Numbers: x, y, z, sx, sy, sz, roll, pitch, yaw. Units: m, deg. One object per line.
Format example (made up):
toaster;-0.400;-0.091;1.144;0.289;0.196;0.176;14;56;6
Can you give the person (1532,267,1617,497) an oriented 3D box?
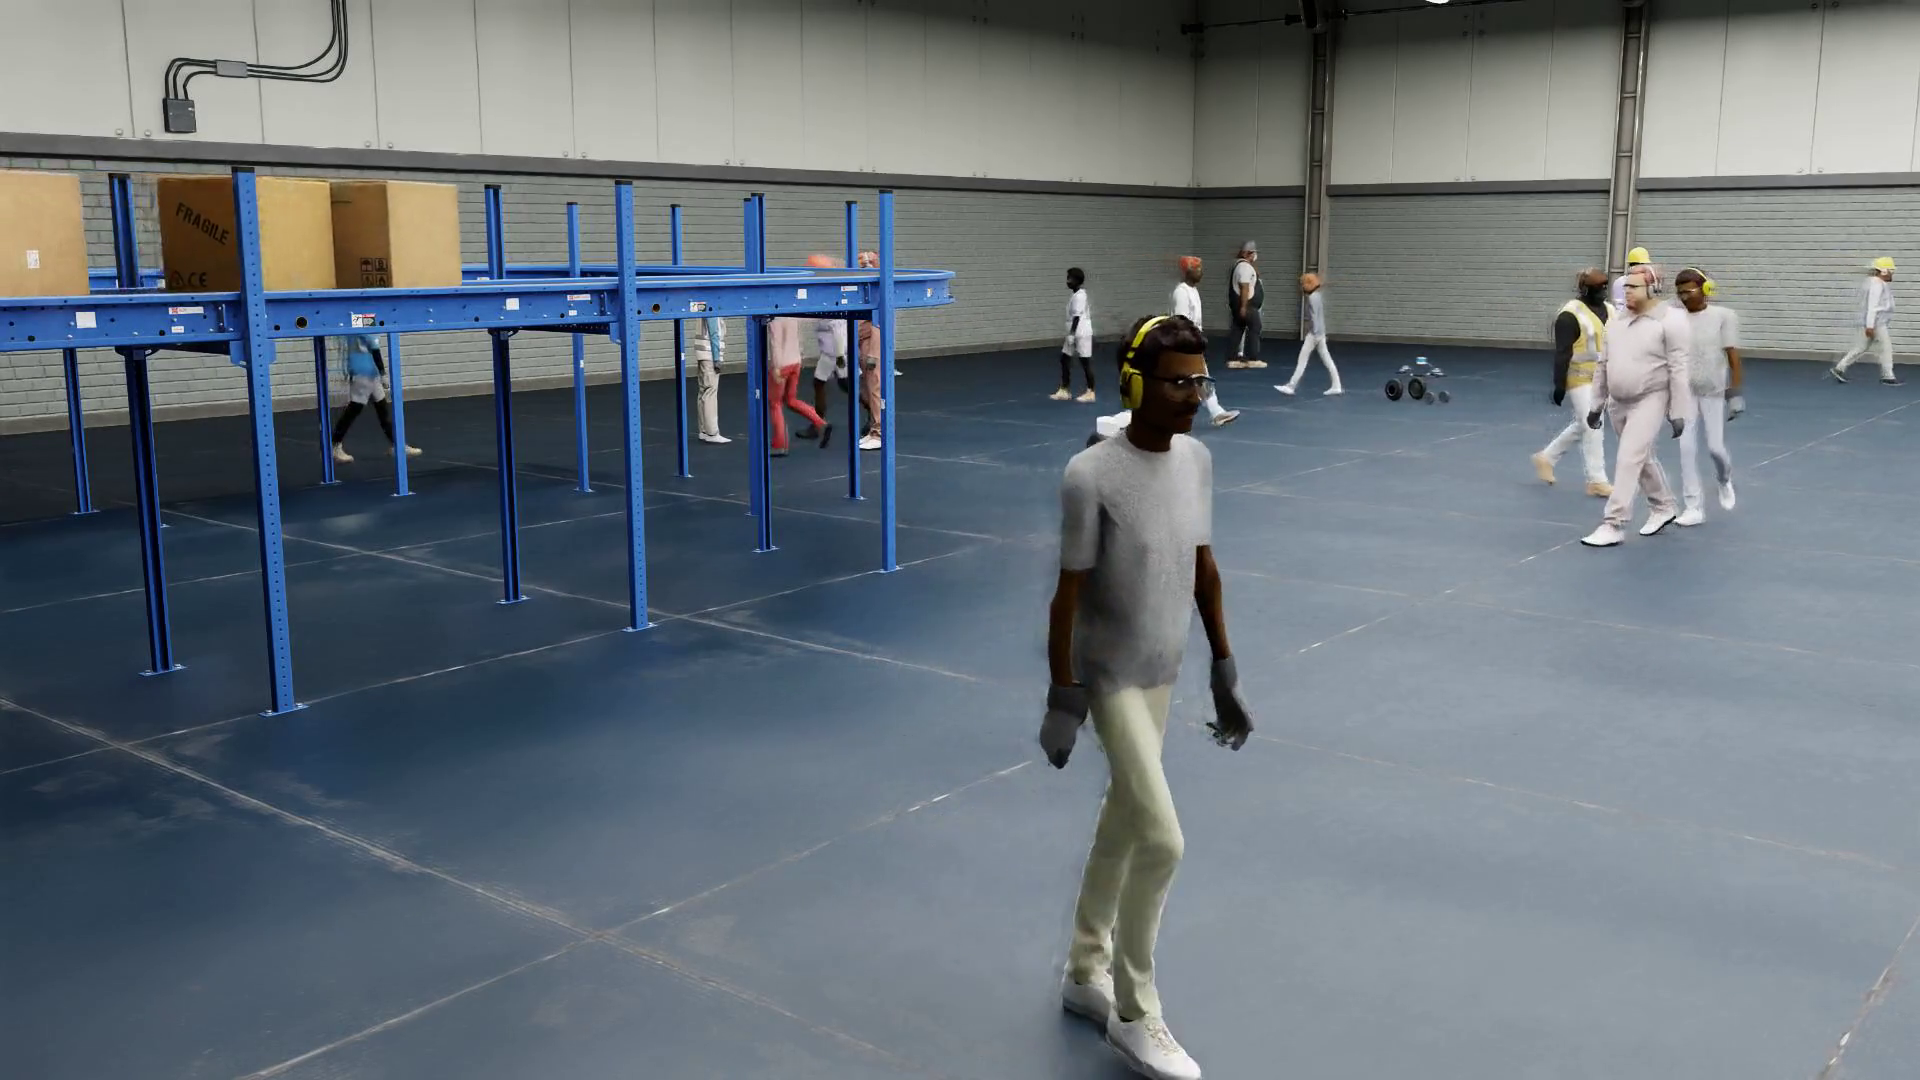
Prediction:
person;4.993;-1.283;13.350;0.631;1.804;0.830;-7;12;-34

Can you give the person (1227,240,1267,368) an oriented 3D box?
person;4.574;-3.688;26.152;0.747;2.000;0.700;-1;10;-4

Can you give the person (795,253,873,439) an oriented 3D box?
person;-1.210;-1.969;16.960;0.897;1.895;0.577;1;10;3

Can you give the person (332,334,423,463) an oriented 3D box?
person;-5.418;-1.529;15.176;0.894;1.652;0.537;-6;12;-31

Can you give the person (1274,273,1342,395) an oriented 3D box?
person;4.587;-2.677;21.686;0.873;1.580;0.567;3;11;18

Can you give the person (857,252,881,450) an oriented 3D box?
person;-0.871;-1.836;16.162;0.406;1.902;0.636;-1;10;-4

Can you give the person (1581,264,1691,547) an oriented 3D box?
person;4.578;-0.919;11.199;0.988;1.865;0.663;-5;11;-25

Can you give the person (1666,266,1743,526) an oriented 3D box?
person;5.351;-1.039;11.926;0.582;1.833;0.669;10;14;43

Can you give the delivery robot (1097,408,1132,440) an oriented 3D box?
delivery robot;1.558;-0.993;15.074;0.477;0.478;0.707;-7;12;-32

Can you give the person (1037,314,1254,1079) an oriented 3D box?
person;0.496;0.377;4.089;0.701;1.841;0.515;9;13;40

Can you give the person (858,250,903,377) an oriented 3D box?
person;-1.288;-3.398;24.905;0.870;1.877;0.650;8;13;37

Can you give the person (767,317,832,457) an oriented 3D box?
person;-1.569;-1.638;15.505;0.618;1.743;0.527;4;11;22

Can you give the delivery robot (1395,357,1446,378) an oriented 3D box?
delivery robot;5.814;-2.190;20.990;0.335;0.223;0.698;-6;12;-31

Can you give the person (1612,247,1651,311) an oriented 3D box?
person;7.893;-2.456;19.520;0.587;1.927;0.367;-6;12;-30

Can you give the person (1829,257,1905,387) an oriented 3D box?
person;12.752;-3.063;23.280;0.912;1.795;0.593;5;11;25

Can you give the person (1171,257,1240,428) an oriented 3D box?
person;2.500;-2.102;17.811;0.996;1.829;0.603;5;11;24

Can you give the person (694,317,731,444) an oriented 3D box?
person;-2.497;-1.792;16.634;0.313;1.642;0.513;-4;11;-20

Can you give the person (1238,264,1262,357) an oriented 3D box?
person;4.993;-4.006;28.925;0.507;1.631;0.265;-1;10;-3

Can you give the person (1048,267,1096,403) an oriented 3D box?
person;1.380;-2.540;20.671;0.693;1.669;0.543;-1;10;-6
